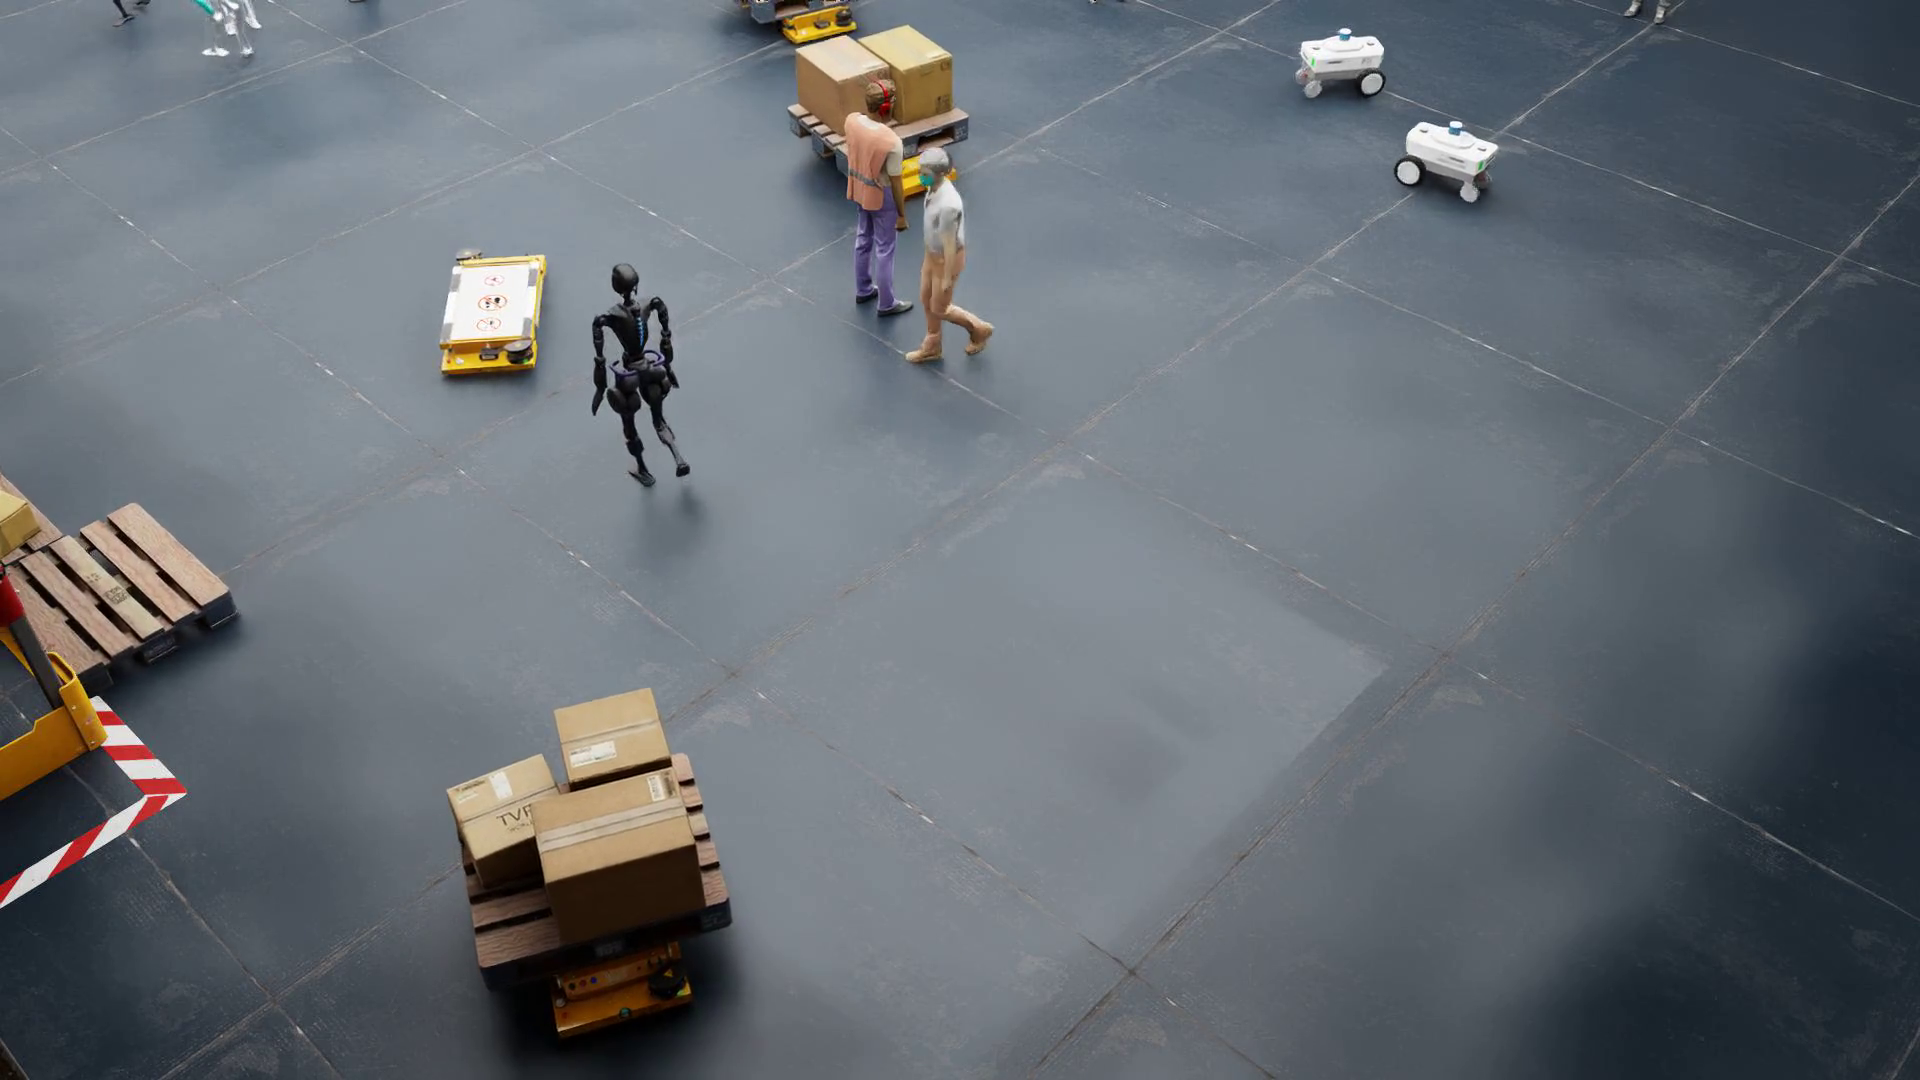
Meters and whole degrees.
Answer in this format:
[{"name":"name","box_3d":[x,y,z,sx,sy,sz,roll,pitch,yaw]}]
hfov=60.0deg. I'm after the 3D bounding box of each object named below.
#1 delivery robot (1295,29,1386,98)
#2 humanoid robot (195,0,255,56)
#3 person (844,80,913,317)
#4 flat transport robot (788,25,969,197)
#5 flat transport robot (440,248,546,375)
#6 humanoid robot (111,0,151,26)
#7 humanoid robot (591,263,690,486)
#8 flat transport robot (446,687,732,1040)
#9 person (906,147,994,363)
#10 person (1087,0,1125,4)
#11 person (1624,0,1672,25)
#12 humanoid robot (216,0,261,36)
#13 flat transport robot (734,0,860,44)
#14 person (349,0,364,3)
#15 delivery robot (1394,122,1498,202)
[{"name":"delivery robot","box_3d":[3.483,-4.359,15.156,0.789,0.593,0.499,-7,42,-7]},{"name":"humanoid robot","box_3d":[-6.996,-5.213,15.263,0.831,1.806,0.539,13,44,14]},{"name":"person","box_3d":[-0.607,-2.462,12.092,0.375,1.836,0.559,-33,51,-31]},{"name":"flat transport robot","box_3d":[-0.688,-3.377,14.279,0.659,0.231,1.431,-24,47,-24]},{"name":"flat transport robot","box_3d":[-3.484,-1.732,12.451,0.659,0.231,1.431,-5,42,-5]},{"name":"humanoid robot","box_3d":[-8.236,-5.776,15.901,0.479,1.644,0.609,-12,43,-13]},{"name":"humanoid robot","box_3d":[-2.033,-0.986,10.576,0.608,1.644,0.519,-29,49,-28]},{"name":"flat transport robot","box_3d":[-1.847,1.821,8.503,0.659,0.231,1.431,-13,44,-14]},{"name":"person","box_3d":[-0.090,-1.970,11.623,0.546,1.727,0.495,-11,43,-12]},{"name":"person","box_3d":[1.418,-6.085,16.141,0.583,1.814,0.468,-10,43,-11]},{"name":"person","box_3d":[6.793,-5.889,15.904,0.570,1.833,0.399,20,46,21]},{"name":"humanoid robot","box_3d":[-7.010,-5.682,15.705,0.535,1.738,0.727,-23,47,-24]},{"name":"flat transport robot","box_3d":[-1.640,-5.314,16.432,0.659,0.231,1.431,-21,46,-22]},{"name":"person","box_3d":[-6.086,-6.246,16.275,0.416,1.870,0.535,-23,47,-24]},{"name":"delivery robot","box_3d":[4.062,-3.204,13.872,0.774,0.592,0.499,27,48,26]}]
